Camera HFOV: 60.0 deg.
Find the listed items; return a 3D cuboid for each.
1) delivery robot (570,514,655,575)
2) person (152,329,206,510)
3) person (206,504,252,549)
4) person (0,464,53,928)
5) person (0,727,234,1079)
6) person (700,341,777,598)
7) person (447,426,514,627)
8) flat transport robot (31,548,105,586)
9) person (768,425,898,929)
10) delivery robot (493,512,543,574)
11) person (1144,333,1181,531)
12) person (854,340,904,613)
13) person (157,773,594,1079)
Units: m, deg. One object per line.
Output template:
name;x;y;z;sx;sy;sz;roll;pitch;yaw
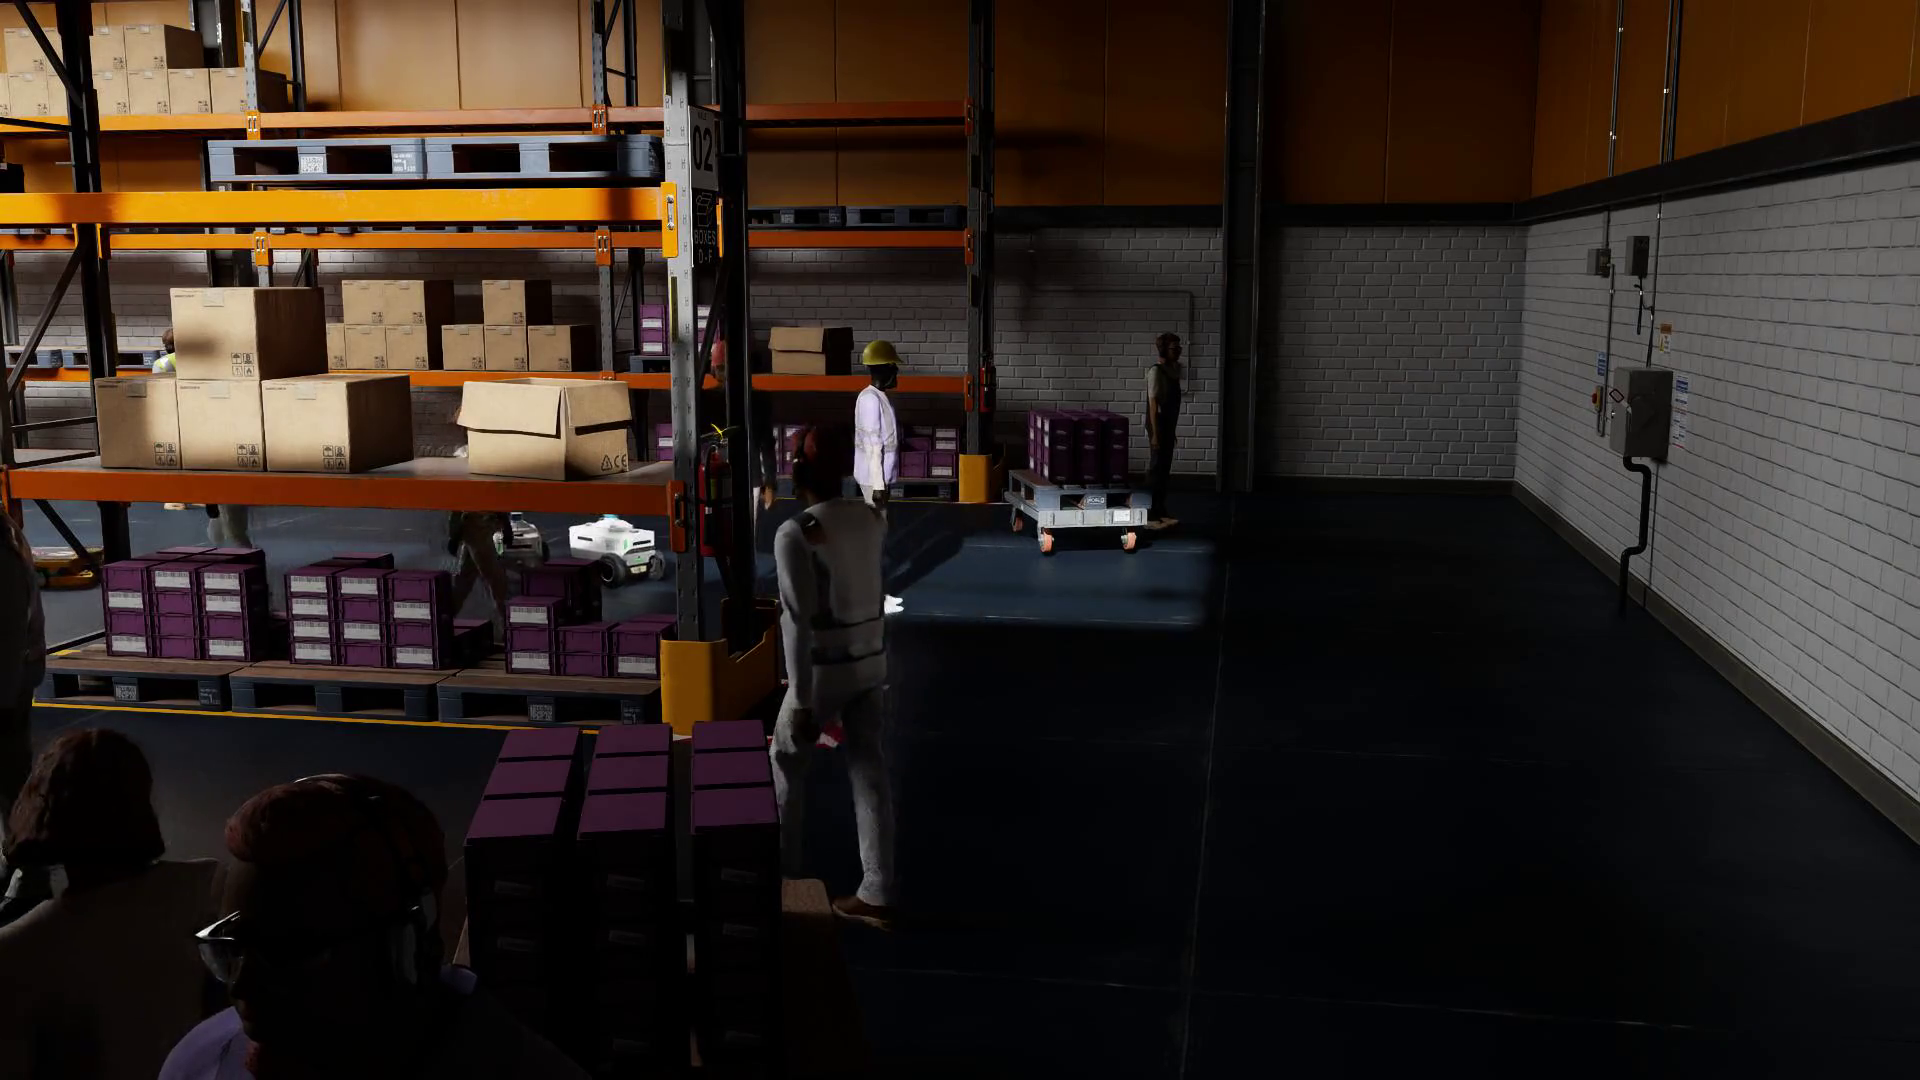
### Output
delivery robot;-2.701;0.012;12.904;0.707;0.478;0.477;7;12;38
person;-7.913;-1.224;16.908;0.429;1.840;0.624;5;11;30
person;-5.072;-0.390;11.531;0.475;1.897;0.618;-1;9;-9
person;-3.599;0.513;6.145;0.403;1.830;0.601;-7;11;-35
person;-1.506;1.129;2.970;0.352;1.611;0.525;6;11;33
person;-1.588;-0.372;11.307;0.622;1.936;1.026;1;9;5
person;-3.044;-0.069;10.523;0.875;1.586;0.528;1;9;8
flat transport robot;-7.329;0.201;12.914;1.431;0.197;0.652;0;9;-2
person;-0.539;0.496;6.200;0.833;1.848;0.585;8;12;42
delivery robot;-3.414;0.028;12.819;0.477;0.478;0.707;-3;10;-17
person;1.910;-1.016;15.595;0.327;1.843;0.516;4;10;25
person;-0.574;-0.453;11.836;0.362;1.930;0.585;0;9;-2
person;-0.634;1.178;1.793;0.640;1.909;0.409;3;10;19
